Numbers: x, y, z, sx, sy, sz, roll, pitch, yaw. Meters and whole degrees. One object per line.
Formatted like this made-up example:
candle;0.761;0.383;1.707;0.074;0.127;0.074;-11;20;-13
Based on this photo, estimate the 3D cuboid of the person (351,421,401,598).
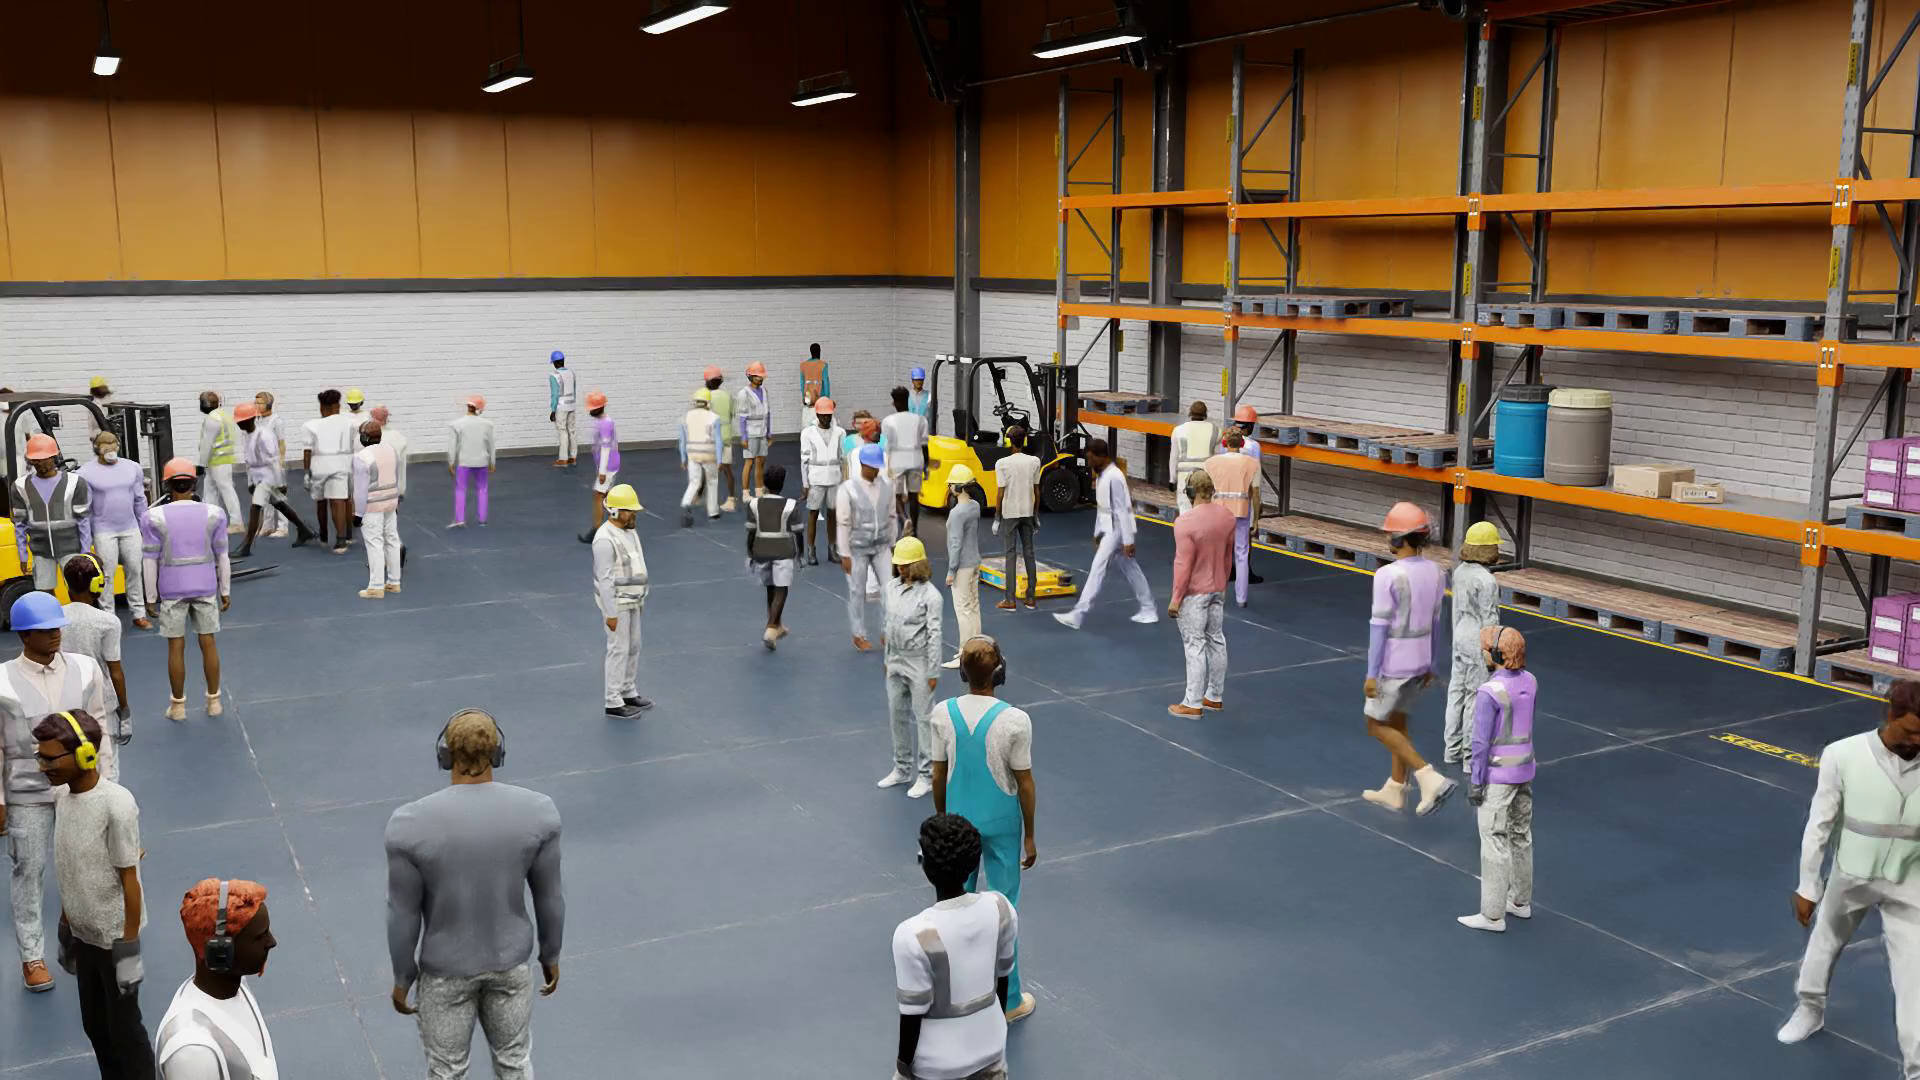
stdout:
person;-6.077;-0.321;17.285;0.430;1.845;0.619;4;11;22

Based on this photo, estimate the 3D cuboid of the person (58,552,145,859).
person;-5.043;0.999;9.648;0.510;1.861;0.323;1;10;7

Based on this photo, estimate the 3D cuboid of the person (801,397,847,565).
person;-1.542;-0.677;19.056;0.547;1.938;0.379;-4;11;-21

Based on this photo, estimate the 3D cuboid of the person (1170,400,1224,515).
person;2.785;-0.723;19.600;0.634;1.841;0.429;0;10;2

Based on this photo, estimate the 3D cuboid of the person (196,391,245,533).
person;-9.549;-0.973;21.150;0.831;1.803;0.618;-3;10;-17

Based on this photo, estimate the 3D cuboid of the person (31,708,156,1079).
person;-3.346;1.556;6.451;0.526;1.857;0.347;7;12;34

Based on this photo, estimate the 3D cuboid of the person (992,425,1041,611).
person;0.562;-0.219;16.645;0.517;1.862;0.328;-4;11;-23

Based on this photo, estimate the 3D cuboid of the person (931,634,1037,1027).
person;0.115;1.341;7.708;0.508;1.847;0.345;4;11;22

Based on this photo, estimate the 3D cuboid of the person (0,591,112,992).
person;-4.468;1.208;8.164;0.376;1.950;0.614;8;12;37

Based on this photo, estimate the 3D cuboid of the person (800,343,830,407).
person;-2.640;-2.629;30.349;0.593;1.920;0.391;5;11;25

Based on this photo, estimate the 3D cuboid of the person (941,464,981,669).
person;0.013;0.228;14.343;0.316;1.769;0.525;4;10;20

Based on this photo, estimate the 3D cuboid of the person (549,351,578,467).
person;-6.641;-2.190;27.774;0.410;1.936;0.603;5;11;25

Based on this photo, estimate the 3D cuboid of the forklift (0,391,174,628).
forklift;-9.026;-0.363;16.508;1.214;2.155;2.313;6;11;29

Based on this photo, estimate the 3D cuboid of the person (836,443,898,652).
person;-0.777;0.090;14.740;0.632;1.901;0.718;-5;11;-29

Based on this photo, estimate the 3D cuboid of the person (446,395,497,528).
person;-6.366;-1.015;21.659;0.682;1.713;0.461;-4;11;-23

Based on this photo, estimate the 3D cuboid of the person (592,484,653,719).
person;-2.600;0.471;12.802;0.403;1.817;0.602;2;10;9

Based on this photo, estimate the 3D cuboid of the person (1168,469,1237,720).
person;1.844;0.415;12.788;0.627;1.934;0.371;-8;13;-40

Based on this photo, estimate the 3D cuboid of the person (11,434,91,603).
person;-7.845;0.089;14.397;0.601;2.035;0.417;-3;10;-16

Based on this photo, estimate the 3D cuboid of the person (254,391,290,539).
person;-8.653;-0.937;20.823;0.506;1.846;0.346;5;11;27

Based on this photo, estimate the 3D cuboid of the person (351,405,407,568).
person;-6.439;-0.565;18.582;0.715;1.880;0.661;7;12;34

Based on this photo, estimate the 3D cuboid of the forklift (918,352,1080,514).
forklift;0.460;-1.461;22.833;2.313;2.155;1.214;-5;11;-28

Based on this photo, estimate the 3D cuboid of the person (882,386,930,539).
person;-0.643;-0.914;20.399;0.634;1.945;0.623;-3;10;-15

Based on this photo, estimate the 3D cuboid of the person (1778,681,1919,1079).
person;3.926;1.459;7.092;0.681;1.828;1.063;1;10;8

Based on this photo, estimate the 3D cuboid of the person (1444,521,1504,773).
person;3.570;0.734;11.494;0.294;1.744;0.486;-2;10;-13

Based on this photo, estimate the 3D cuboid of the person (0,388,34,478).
person;-12.455;-1.091;21.803;0.537;1.825;0.987;-3;10;-18

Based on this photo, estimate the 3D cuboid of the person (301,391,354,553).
person;-7.579;-0.821;19.974;0.640;1.901;1.058;-5;11;-26

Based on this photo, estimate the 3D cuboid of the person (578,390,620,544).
person;-4.477;-0.907;20.519;0.596;1.895;0.574;-3;10;-14

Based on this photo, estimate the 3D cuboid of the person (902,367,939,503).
person;-0.603;-1.491;23.703;0.605;1.951;0.380;0;10;2

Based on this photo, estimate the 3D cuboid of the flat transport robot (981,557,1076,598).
flat transport robot;0.615;0.374;17.797;0.652;0.197;1.431;-5;11;-25

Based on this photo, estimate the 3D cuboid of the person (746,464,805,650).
person;-1.692;0.146;15.111;0.538;1.665;0.839;2;10;13

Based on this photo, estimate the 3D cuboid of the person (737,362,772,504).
person;-2.887;-1.517;23.637;0.402;2.036;0.601;6;12;32

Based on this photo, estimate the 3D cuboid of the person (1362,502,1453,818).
person;2.827;0.776;10.450;0.620;2.022;0.636;-8;13;-38

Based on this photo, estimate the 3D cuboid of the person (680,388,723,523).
person;-3.431;-1.091;21.876;0.599;1.802;0.756;3;10;16

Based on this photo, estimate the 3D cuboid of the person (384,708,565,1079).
person;-1.778;1.570;6.155;0.639;1.928;0.373;-5;11;-26

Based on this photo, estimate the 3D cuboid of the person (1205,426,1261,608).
person;2.730;-0.219;16.714;0.562;1.838;0.387;2;10;10

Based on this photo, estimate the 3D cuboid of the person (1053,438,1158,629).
person;1.401;-0.066;15.837;0.936;1.849;0.685;-1;10;-3

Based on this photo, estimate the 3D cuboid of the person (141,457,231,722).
person;-5.910;0.378;12.736;0.611;2.030;0.410;-7;12;-35

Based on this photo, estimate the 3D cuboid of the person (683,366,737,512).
person;-3.447;-1.403;23.060;0.634;1.994;1.011;-9;14;-43

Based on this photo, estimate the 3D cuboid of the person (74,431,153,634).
person;-7.938;-0.070;15.605;0.376;1.928;0.636;8;13;39

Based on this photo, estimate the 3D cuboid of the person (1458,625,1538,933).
person;2.873;1.257;8.817;0.514;1.631;0.318;-9;13;-42

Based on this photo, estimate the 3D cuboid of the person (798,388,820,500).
person;-2.128;-1.363;23.868;0.274;1.636;0.507;-8;12;-37

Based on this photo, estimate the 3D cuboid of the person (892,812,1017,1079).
person;-0.027;1.761;5.713;0.540;1.695;0.317;-9;13;-43

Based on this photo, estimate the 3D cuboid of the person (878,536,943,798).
person;-0.334;0.827;10.989;0.488;1.737;0.309;9;13;42

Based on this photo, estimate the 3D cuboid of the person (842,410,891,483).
person;-1.039;-0.581;18.846;0.593;1.818;0.678;3;10;17

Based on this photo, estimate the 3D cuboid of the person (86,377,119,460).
person;-12.877;-1.606;25.068;0.497;1.710;0.591;-2;10;-11

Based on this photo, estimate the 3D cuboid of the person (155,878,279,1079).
person;-2.039;1.854;4.663;0.359;1.880;0.575;-2;10;-14

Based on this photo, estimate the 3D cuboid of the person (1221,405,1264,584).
person;3.062;-0.489;17.978;0.361;1.936;0.545;-7;12;-35

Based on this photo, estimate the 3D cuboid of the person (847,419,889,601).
person;-0.940;-0.312;17.161;0.350;1.878;0.568;-8;13;-40

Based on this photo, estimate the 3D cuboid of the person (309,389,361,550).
person;-7.573;-0.863;20.118;0.623;1.931;0.815;-7;12;-36

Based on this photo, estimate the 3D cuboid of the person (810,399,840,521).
person;-1.791;-1.074;22.234;0.312;1.629;0.515;9;14;43

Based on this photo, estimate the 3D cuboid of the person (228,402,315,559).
person;-8.224;-0.747;19.782;0.569;1.848;1.148;8;13;40

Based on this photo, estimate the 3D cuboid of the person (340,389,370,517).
person;-8.079;-1.153;22.316;0.523;1.760;0.327;-3;10;-18
